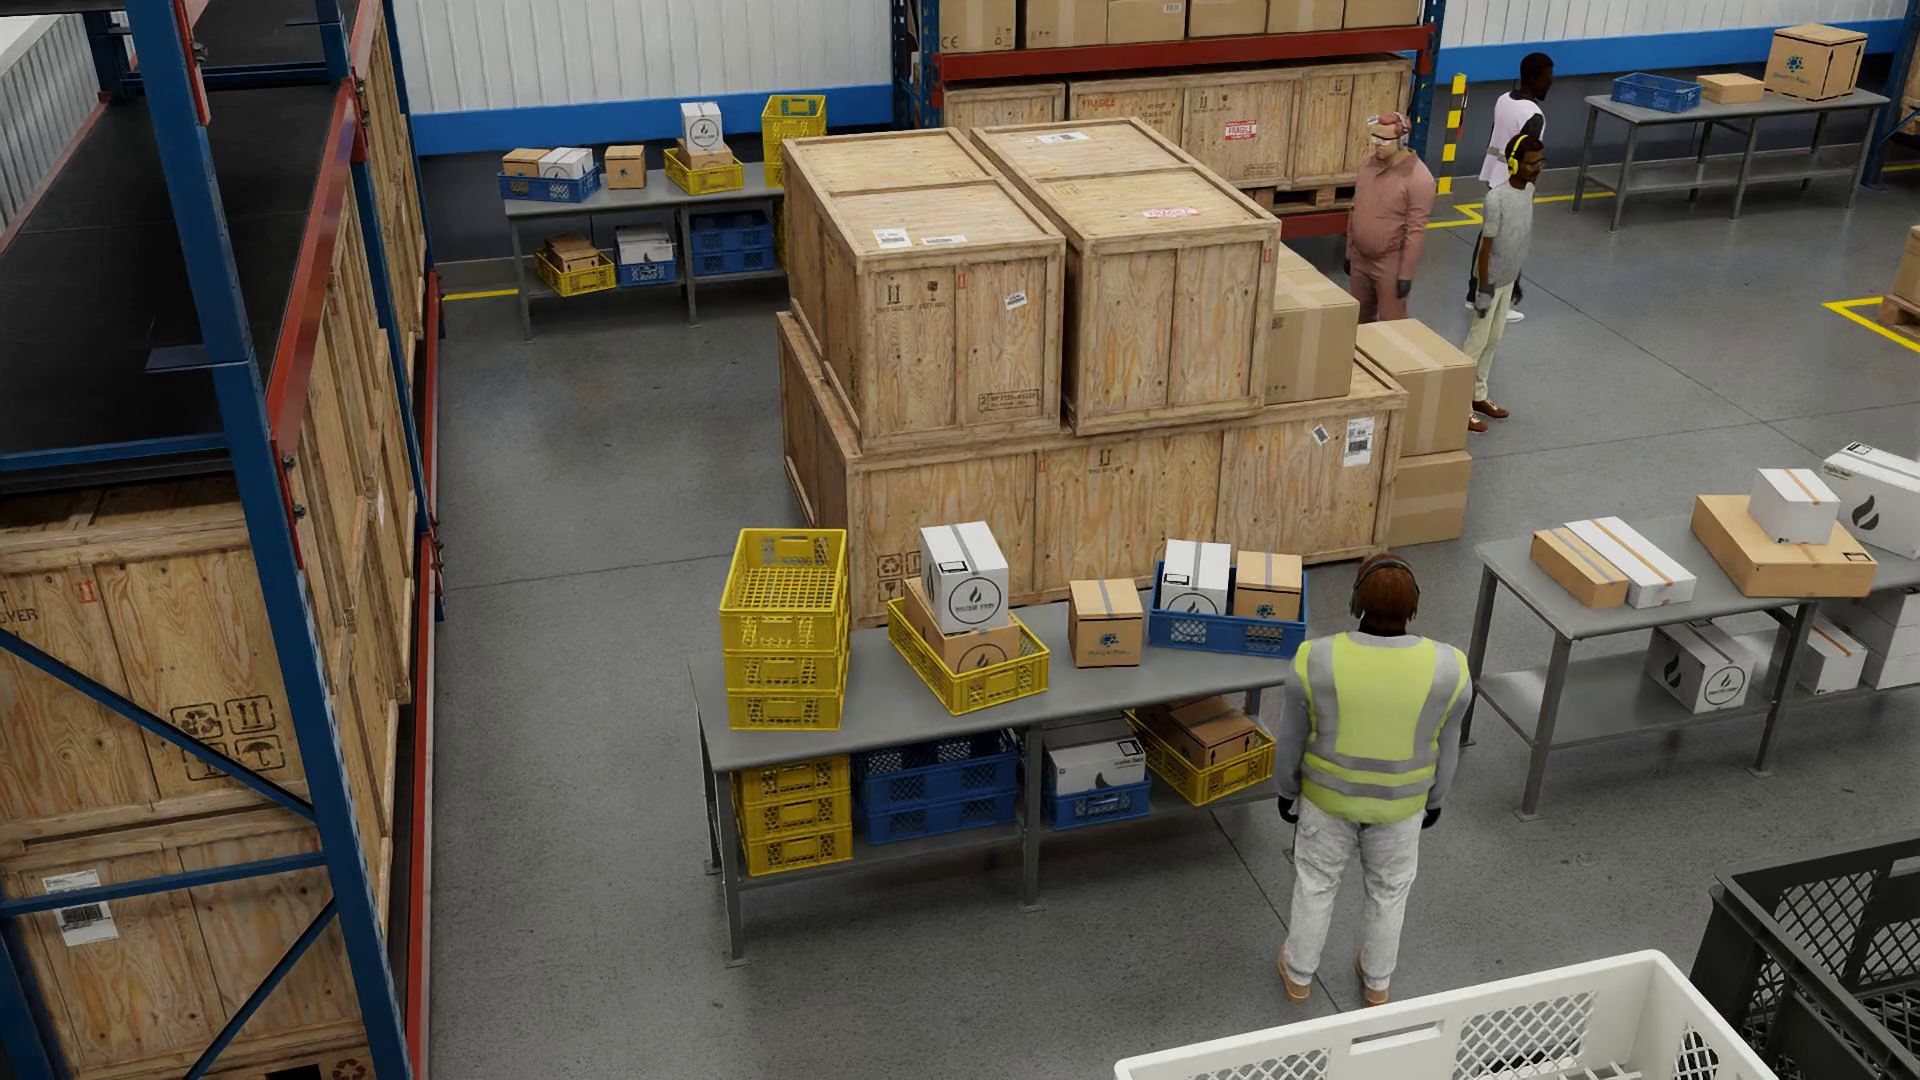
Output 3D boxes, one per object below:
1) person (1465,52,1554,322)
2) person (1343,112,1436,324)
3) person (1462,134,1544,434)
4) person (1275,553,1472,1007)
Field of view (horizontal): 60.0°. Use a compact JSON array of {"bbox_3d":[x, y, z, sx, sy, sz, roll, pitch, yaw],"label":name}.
[{"bbox_3d":[3.962,-2.546,12.016,0.379,1.915,0.591,-4,29,-7],"label":"person"},{"bbox_3d":[2.693,-1.804,10.695,0.397,1.898,0.637,-16,33,-27],"label":"person"},{"bbox_3d":[3.366,-1.600,10.345,0.331,1.874,0.519,26,38,38],"label":"person"},{"bbox_3d":[1.419,0.879,5.892,0.619,1.836,0.431,5,29,9],"label":"person"}]
